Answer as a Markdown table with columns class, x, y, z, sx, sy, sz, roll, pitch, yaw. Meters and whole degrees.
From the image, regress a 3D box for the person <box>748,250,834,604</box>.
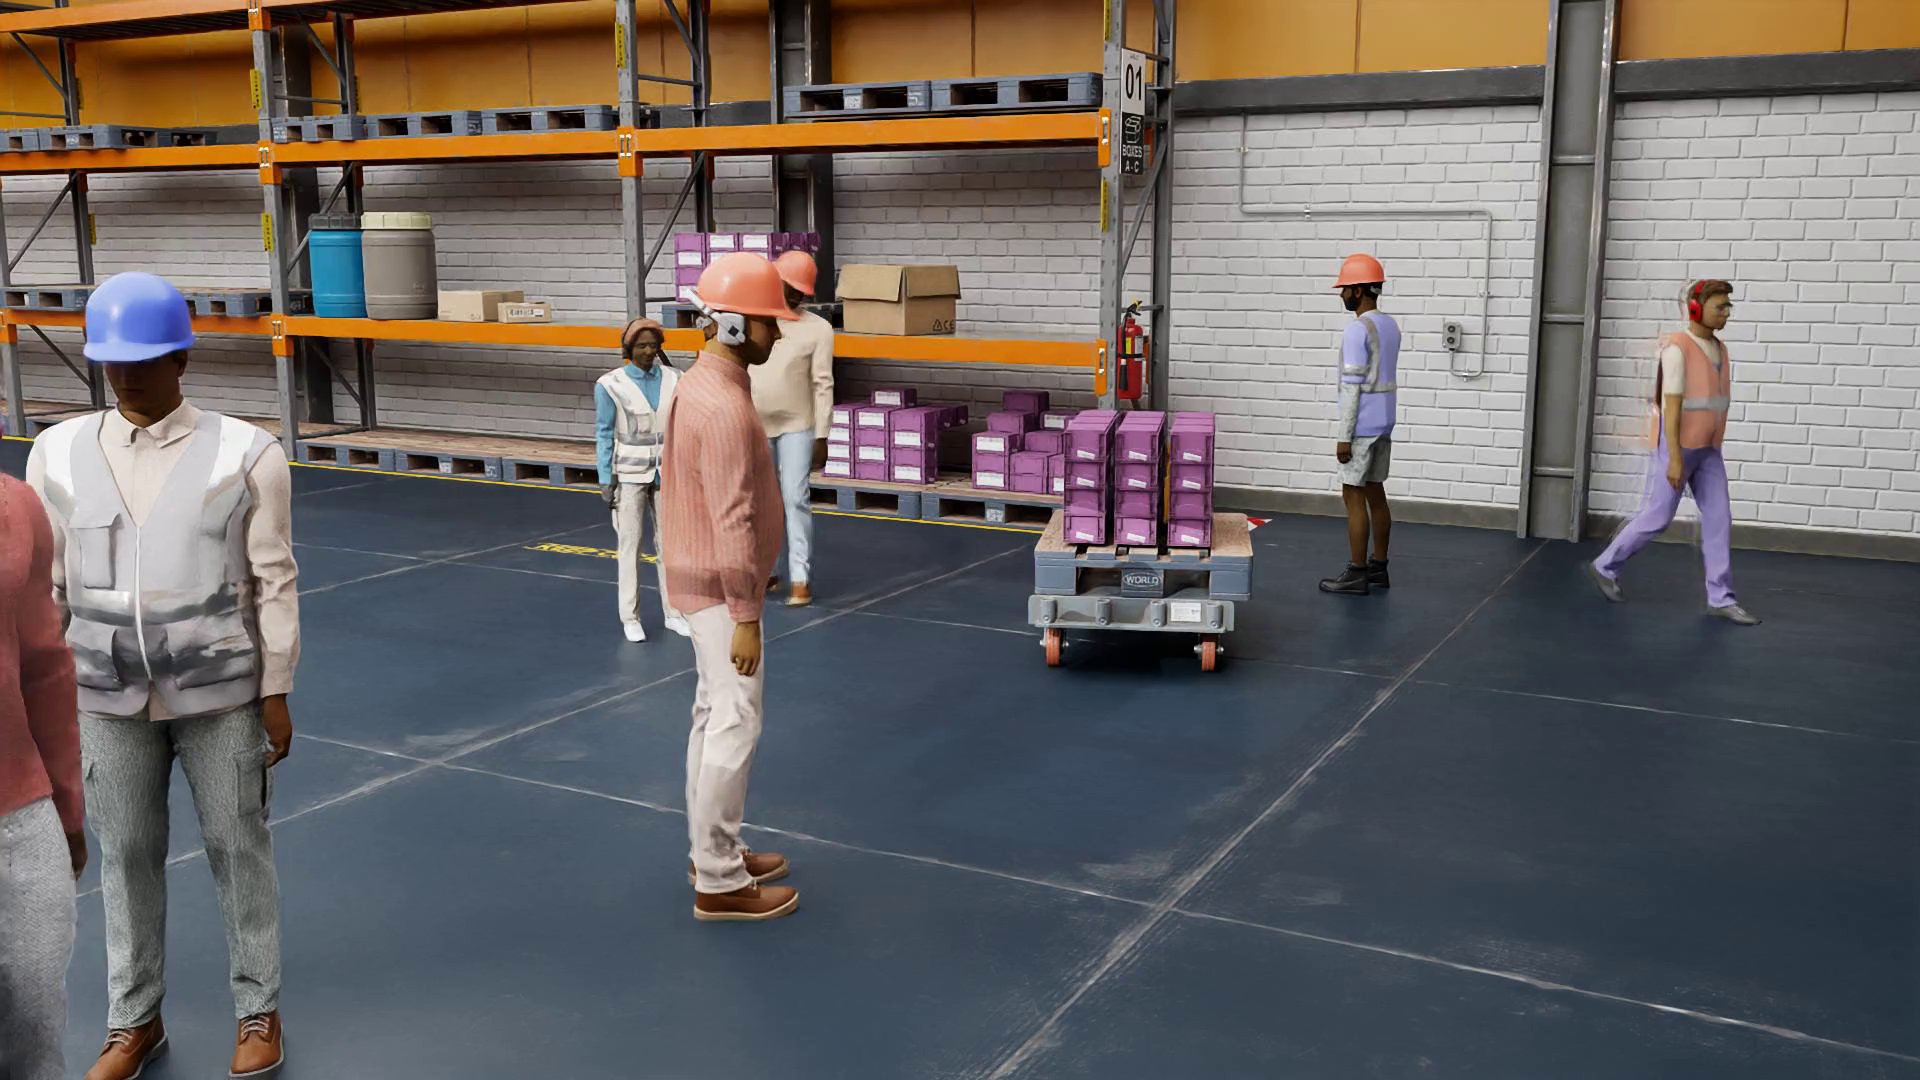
| class | x | y | z | sx | sy | sz | roll | pitch | yaw |
| --- | --- | --- | --- | --- | --- | --- | --- | --- | --- |
| person | -0.995 | -0.619 | 9.212 | 0.677 | 1.947 | 0.449 | 4 | 11 | 20 |

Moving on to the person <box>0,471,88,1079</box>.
| class | x | y | z | sx | sy | sz | roll | pitch | yaw |
| --- | --- | --- | --- | --- | --- | --- | --- | --- | --- |
| person | -1.841 | 0.532 | 2.972 | 0.614 | 1.922 | 0.655 | 4 | 11 | 23 |

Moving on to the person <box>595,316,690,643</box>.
| class | x | y | z | sx | sy | sz | roll | pitch | yaw |
| --- | --- | --- | --- | --- | --- | --- | --- | --- | --- |
| person | -1.577 | -0.303 | 8.356 | 0.528 | 1.630 | 0.320 | -7 | 13 | -35 |

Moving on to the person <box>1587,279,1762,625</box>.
| class | x | y | z | sx | sy | sz | roll | pitch | yaw |
| --- | --- | --- | --- | --- | --- | --- | --- | --- | --- |
| person | 3.864 | -0.492 | 8.915 | 0.579 | 1.816 | 0.914 | -7 | 13 | -35 |

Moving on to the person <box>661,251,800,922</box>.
| class | x | y | z | sx | sy | sz | roll | pitch | yaw |
| --- | --- | --- | --- | --- | --- | --- | --- | --- | --- |
| person | -0.670 | 0.147 | 4.934 | 0.410 | 1.981 | 0.629 | -3 | 11 | -16 |

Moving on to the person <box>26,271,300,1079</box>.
| class | x | y | z | sx | sy | sz | roll | pitch | yaw |
| --- | --- | --- | --- | --- | --- | --- | --- | --- | --- |
| person | -1.870 | 0.347 | 3.934 | 0.603 | 1.945 | 0.390 | -2 | 10 | -9 |

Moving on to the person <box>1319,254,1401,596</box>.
| class | x | y | z | sx | sy | sz | roll | pitch | yaw |
| --- | --- | --- | --- | --- | --- | --- | --- | --- | --- |
| person | 2.270 | -0.650 | 9.459 | 0.391 | 1.928 | 0.551 | 8 | 13 | 38 |
